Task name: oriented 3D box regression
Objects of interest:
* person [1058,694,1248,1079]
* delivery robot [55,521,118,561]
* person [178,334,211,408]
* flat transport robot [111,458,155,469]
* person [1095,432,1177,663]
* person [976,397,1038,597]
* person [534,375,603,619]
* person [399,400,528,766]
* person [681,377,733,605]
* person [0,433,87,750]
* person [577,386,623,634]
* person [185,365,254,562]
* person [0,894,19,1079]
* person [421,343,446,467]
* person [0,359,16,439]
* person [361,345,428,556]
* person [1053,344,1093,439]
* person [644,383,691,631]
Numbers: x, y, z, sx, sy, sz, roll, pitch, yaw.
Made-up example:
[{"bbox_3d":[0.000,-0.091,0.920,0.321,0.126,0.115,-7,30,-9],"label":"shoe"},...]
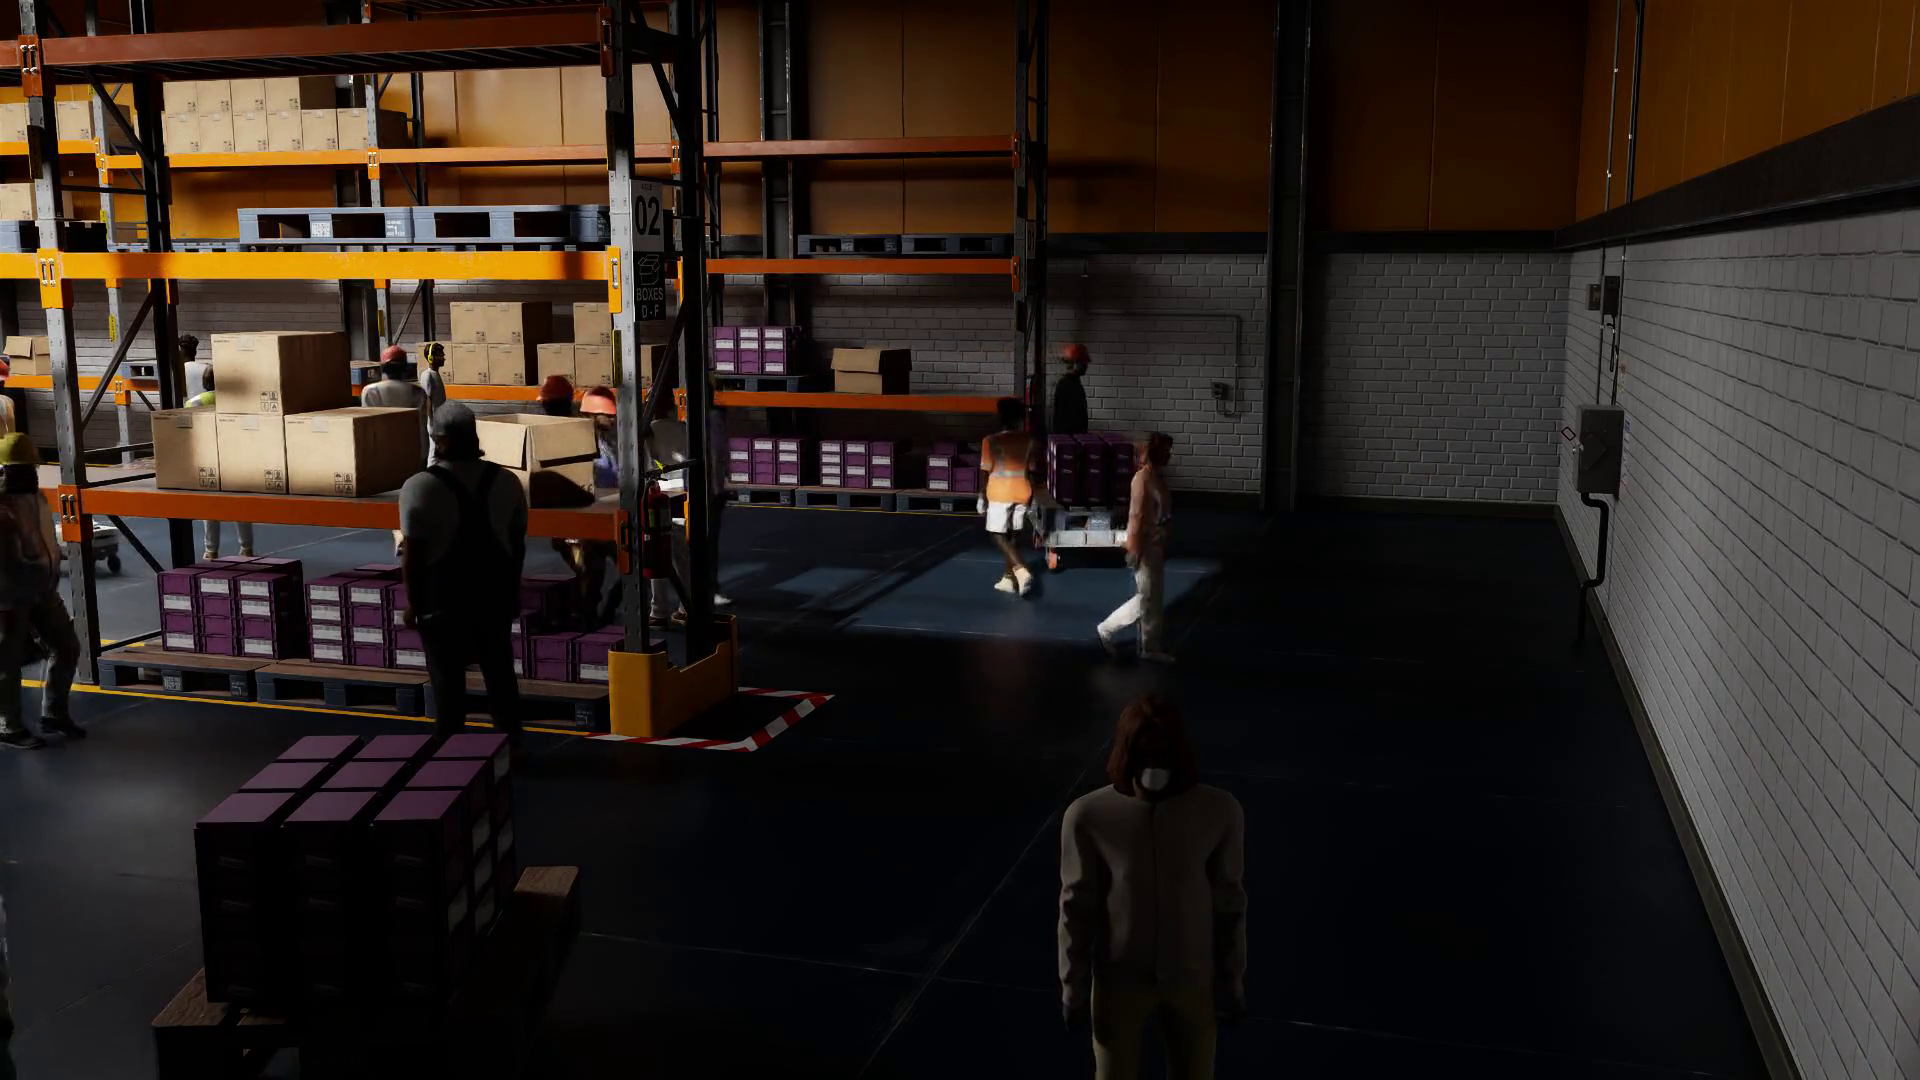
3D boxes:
[{"bbox_3d":[0.518,1.205,4.492,0.508,1.623,0.294,0,9,-2],"label":"person"},{"bbox_3d":[-7.913,-0.023,14.938,0.707,0.478,0.477,5,11,29],"label":"delivery robot"},{"bbox_3d":[-8.925,-1.410,19.385,0.367,1.964,0.609,8,12,40],"label":"person"},{"bbox_3d":[-10.441,-0.876,21.284,0.652,0.197,1.431,0,9,-2],"label":"flat transport robot"},{"bbox_3d":[1.244,0.060,11.470,0.459,1.627,0.526,4,10,22],"label":"person"},{"bbox_3d":[0.447,-0.343,13.793,0.537,1.679,0.703,-6,11,-32],"label":"person"},{"bbox_3d":[-3.039,-0.320,12.890,0.458,1.914,0.541,-1,9,-4],"label":"person"},{"bbox_3d":[-2.707,0.255,9.009,0.688,2.000,0.535,-7,12,-38],"label":"person"},{"bbox_3d":[-2.062,-0.420,13.647,0.380,1.878,0.711,-7,11,-35],"label":"person"},{"bbox_3d":[-5.268,0.303,9.408,0.545,1.814,0.591,2,10,12],"label":"person"},{"bbox_3d":[-2.497,-0.112,11.613,0.432,1.920,0.553,3,10,18],"label":"person"},{"bbox_3d":[-6.907,-0.715,15.570,0.626,1.834,0.430,-6,11,-34],"label":"person"},{"bbox_3d":[-2.531,1.213,4.035,0.381,1.750,0.548,4,10,24],"label":"person"},{"bbox_3d":[-6.067,-1.351,19.319,0.324,1.871,0.526,-1,9,-7],"label":"person"},{"bbox_3d":[-8.672,-0.674,15.014,0.374,1.929,0.542,2,9,11],"label":"person"},{"bbox_3d":[-5.411,-0.866,15.971,0.626,2.012,0.960,-5,11,-28],"label":"person"},{"bbox_3d":[1.156,-0.973,16.682,0.613,1.972,0.641,-2,10,-14],"label":"person"},{"bbox_3d":[-2.239,-0.255,12.591,0.583,1.882,0.337,-9,13,-44],"label":"person"}]
